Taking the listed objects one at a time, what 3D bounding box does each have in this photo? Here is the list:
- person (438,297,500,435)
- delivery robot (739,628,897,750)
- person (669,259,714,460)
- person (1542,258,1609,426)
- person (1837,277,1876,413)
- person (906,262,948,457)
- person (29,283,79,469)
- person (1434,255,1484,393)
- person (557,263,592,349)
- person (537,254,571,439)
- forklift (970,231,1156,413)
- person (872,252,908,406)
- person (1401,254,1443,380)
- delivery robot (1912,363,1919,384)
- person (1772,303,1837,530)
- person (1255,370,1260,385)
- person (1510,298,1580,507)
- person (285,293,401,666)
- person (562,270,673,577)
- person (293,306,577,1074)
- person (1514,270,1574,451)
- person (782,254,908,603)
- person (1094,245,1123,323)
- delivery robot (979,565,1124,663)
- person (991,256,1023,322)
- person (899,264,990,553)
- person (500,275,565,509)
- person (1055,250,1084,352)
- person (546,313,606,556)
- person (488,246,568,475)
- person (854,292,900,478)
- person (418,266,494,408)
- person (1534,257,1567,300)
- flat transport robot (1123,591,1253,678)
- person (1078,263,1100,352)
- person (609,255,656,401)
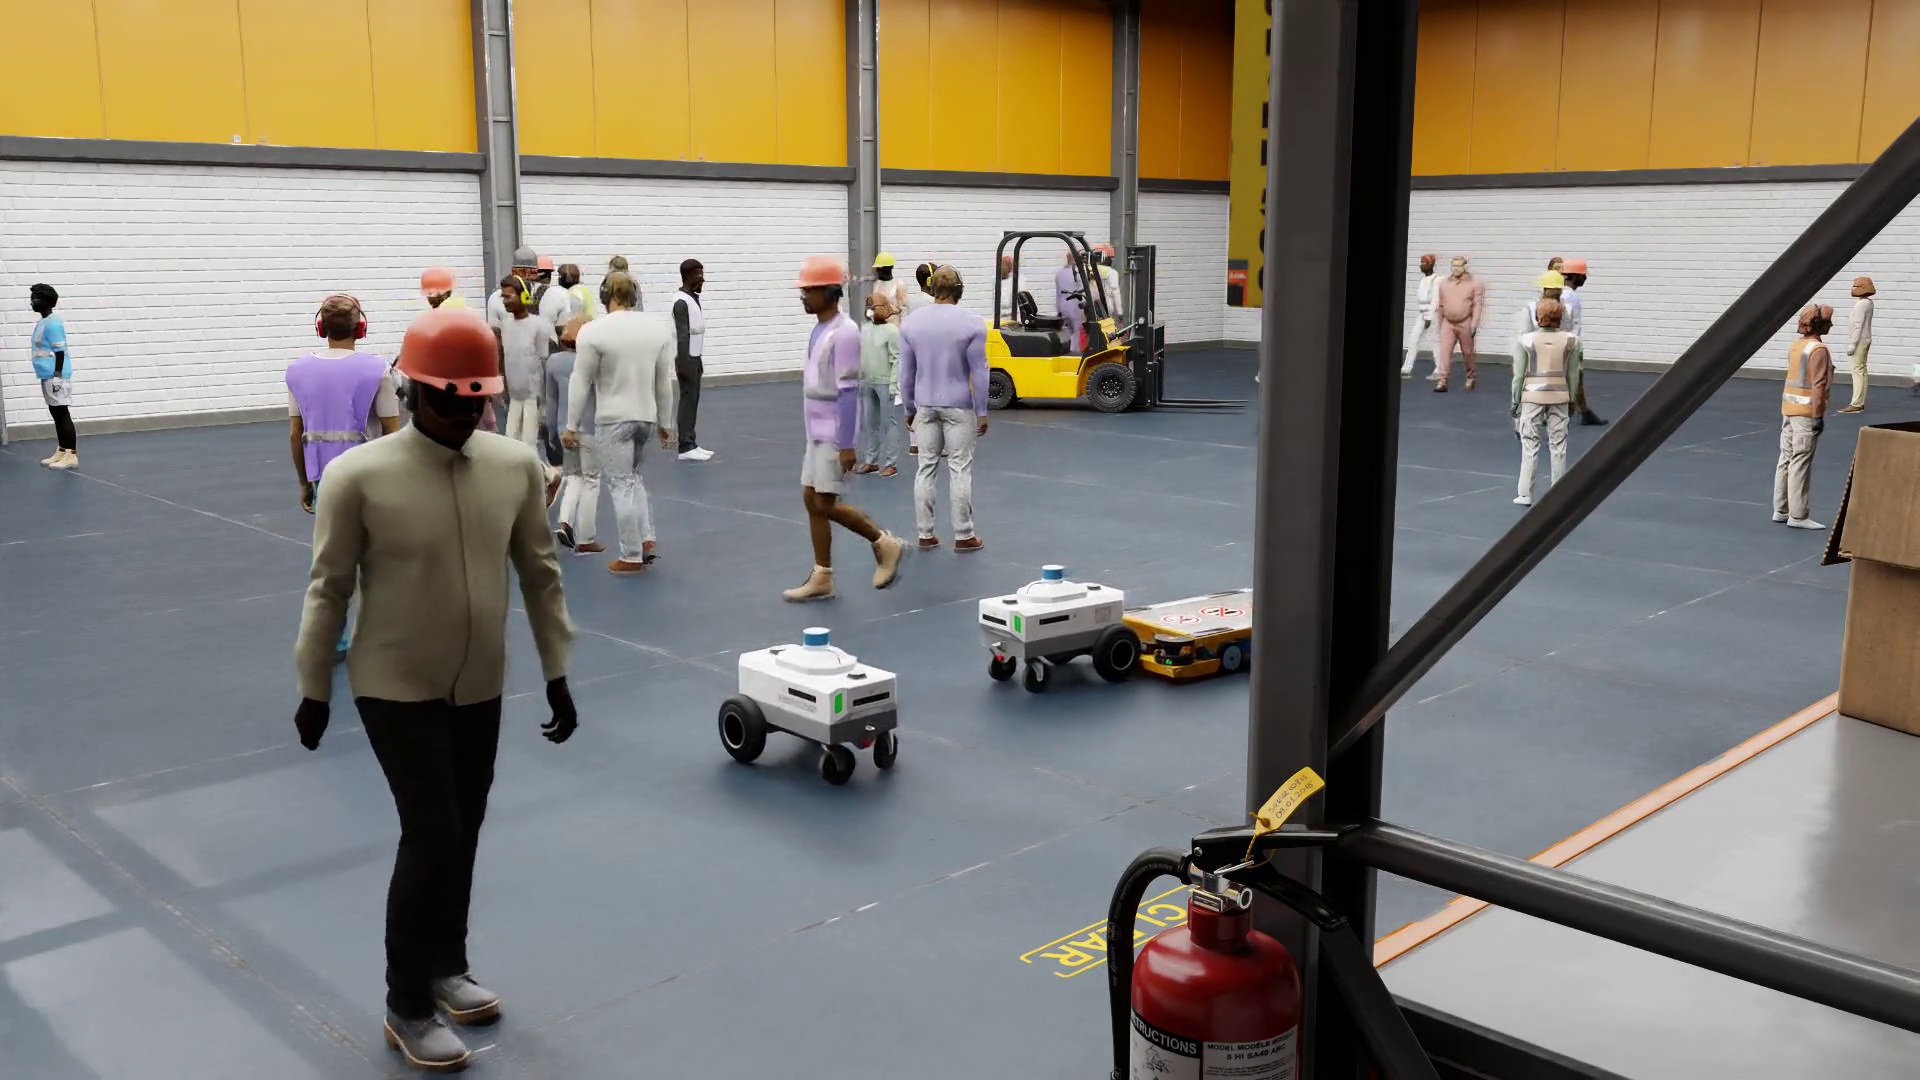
[{"bbox_3d":[-3.399,-0.777,11.270,0.537,1.711,0.957,7,13,34],"label":"person"},{"bbox_3d":[-0.575,0.597,6.687,0.477,0.478,0.707,-9,14,-41],"label":"delivery robot"},{"bbox_3d":[-2.588,-1.717,15.875,0.399,1.911,0.588,0,10,2],"label":"person"},{"bbox_3d":[6.784,-2.200,18.570,0.969,1.890,0.559,2,11,11],"label":"person"},{"bbox_3d":[10.841,-2.352,20.077,0.280,1.634,0.498,9,14,40],"label":"person"},{"bbox_3d":[-0.316,-1.735,16.069,0.327,1.874,0.521,-7,13,-35],"label":"person"},{"bbox_3d":[-8.328,-1.499,15.258,0.316,1.695,0.542,-8,13,-38],"label":"person"},{"bbox_3d":[6.851,-2.964,22.800,0.636,1.866,0.969,7,13,34],"label":"person"},{"bbox_3d":[-4.330,-2.178,18.608,0.439,1.824,0.643,0,10,-2],"label":"person"},{"bbox_3d":[-4.359,-2.029,17.495,0.548,1.934,0.374,-3,11,-14],"label":"person"},{"bbox_3d":[1.222,-2.721,20.561,2.313,2.155,1.214,2,11,13],"label":"forklift"},{"bbox_3d":[-0.904,-2.647,20.895,0.381,1.923,0.591,-10,14,-43],"label":"person"},{"bbox_3d":[6.808,-3.264,24.485,0.896,1.845,0.591,-3,11,-16],"label":"person"},{"bbox_3d":[13.034,-2.220,22.049,0.707,0.478,0.477,8,13,37],"label":"delivery robot"},{"bbox_3d":[6.181,-0.906,12.173,0.315,1.641,0.515,1,10,6],"label":"person"},{"bbox_3d":[4.417,-2.919,23.241,0.530,1.599,0.814,-2,11,-11],"label":"person"},{"bbox_3d":[4.595,-1.072,13.082,0.514,1.642,0.310,1,10,5],"label":"person"},{"bbox_3d":[-3.008,-0.284,8.212,0.570,1.849,0.381,1,10,6],"label":"person"},{"bbox_3d":[-2.132,-0.724,10.445,0.484,1.919,0.646,8,13,37],"label":"person"},{"bbox_3d":[-1.345,0.378,4.332,0.536,1.966,0.628,8,13,38],"label":"person"},{"bbox_3d":[5.884,-1.824,16.775,0.610,1.791,0.914,-1,10,-5],"label":"person"},{"bbox_3d":[-0.697,-0.632,9.636,0.641,2.023,0.622,-4,11,-23],"label":"person"},{"bbox_3d":[2.250,-3.644,26.173,1.074,1.990,0.634,-8,13,-38],"label":"person"},{"bbox_3d":[0.439,0.364,7.958,0.707,0.478,0.477,-8,13,-36],"label":"delivery robot"},{"bbox_3d":[0.683,-3.136,23.826,0.622,1.827,1.014,8,13,38],"label":"person"},{"bbox_3d":[-0.102,-0.876,11.200,0.631,1.938,0.362,4,11,21],"label":"person"},{"bbox_3d":[-3.209,-1.058,12.460,0.511,1.853,0.565,7,12,33],"label":"person"},{"bbox_3d":[1.849,-3.739,26.925,0.548,1.897,0.669,-8,13,-37],"label":"person"},{"bbox_3d":[-2.507,-0.702,11.115,0.511,1.616,0.345,5,11,24],"label":"person"},{"bbox_3d":[-3.822,-1.573,14.721,0.682,2.000,0.537,-4,11,-22],"label":"person"},{"bbox_3d":[-0.727,-1.374,14.747,0.500,1.633,0.285,10,14,42],"label":"person"},{"bbox_3d":[-3.901,-1.148,12.795,0.571,1.891,0.553,4,11,20],"label":"person"},{"bbox_3d":[7.870,-2.832,22.123,0.508,1.847,0.345,-1,10,-7],"label":"person"},{"bbox_3d":[1.393,0.448,8.524,1.431,0.197,0.652,-7,13,-36],"label":"flat transport robot"},{"bbox_3d":[1.863,-2.978,23.180,0.554,1.752,0.530,-4,11,-20],"label":"person"},{"bbox_3d":[-4.119,-2.579,20.677,0.568,1.887,0.799,1,10,5],"label":"person"}]
